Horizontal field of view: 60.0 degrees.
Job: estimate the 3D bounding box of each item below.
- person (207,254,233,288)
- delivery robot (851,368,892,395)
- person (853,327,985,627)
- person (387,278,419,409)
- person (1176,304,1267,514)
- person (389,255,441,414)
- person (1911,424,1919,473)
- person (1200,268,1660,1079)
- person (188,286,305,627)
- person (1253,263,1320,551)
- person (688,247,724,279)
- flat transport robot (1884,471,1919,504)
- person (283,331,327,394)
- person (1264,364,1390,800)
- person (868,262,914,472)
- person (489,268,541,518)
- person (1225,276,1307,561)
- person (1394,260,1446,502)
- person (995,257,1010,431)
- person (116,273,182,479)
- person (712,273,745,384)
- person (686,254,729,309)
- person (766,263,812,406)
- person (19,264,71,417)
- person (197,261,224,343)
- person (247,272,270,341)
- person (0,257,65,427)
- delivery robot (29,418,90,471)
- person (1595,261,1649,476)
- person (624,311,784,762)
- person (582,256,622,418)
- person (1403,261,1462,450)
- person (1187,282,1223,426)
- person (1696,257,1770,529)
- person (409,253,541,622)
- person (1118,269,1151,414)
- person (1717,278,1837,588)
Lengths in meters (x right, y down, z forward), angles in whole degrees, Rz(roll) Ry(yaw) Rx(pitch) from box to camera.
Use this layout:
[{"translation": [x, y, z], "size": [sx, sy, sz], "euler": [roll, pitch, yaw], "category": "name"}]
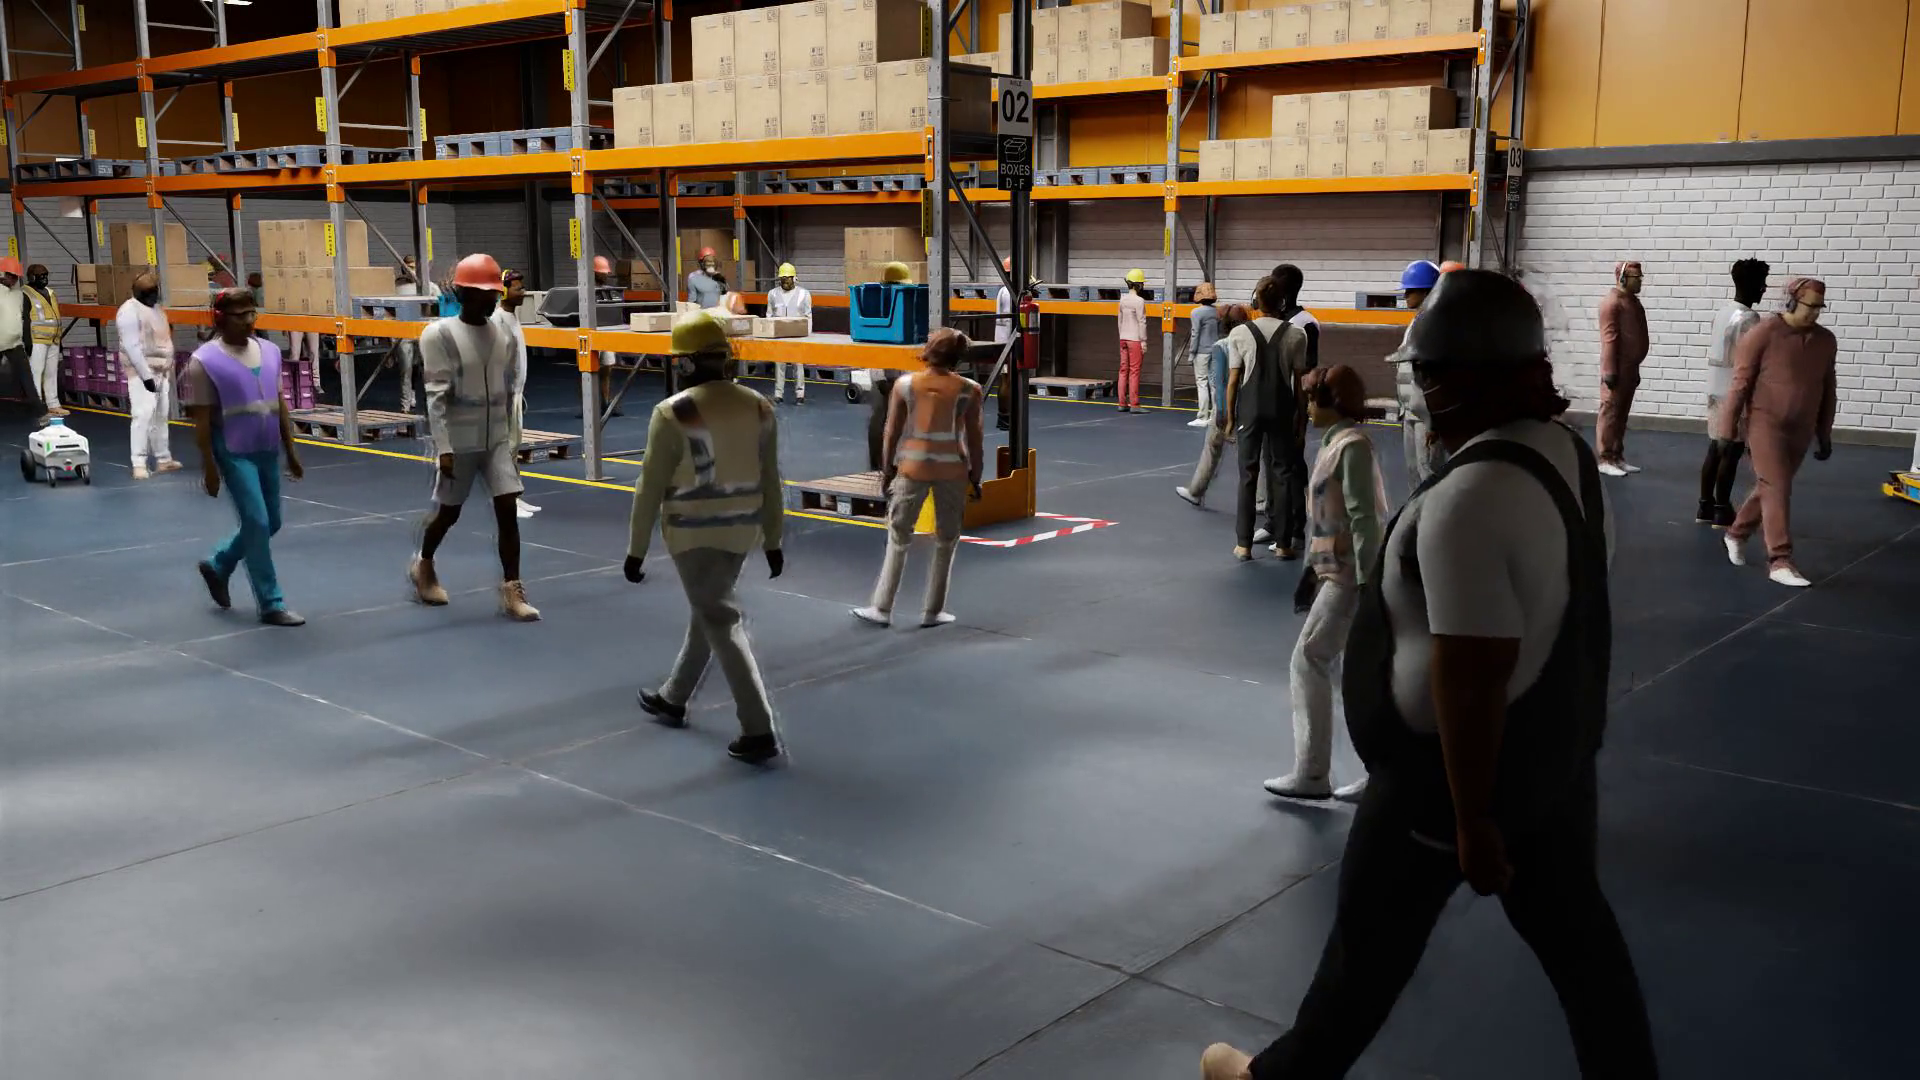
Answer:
[{"translation": [-11.372, -3.455, 25.743], "size": [0.599, 1.947, 1.016], "euler": [-8, 13, -39], "category": "person"}, {"translation": [-1.066, -2.089, 21.639], "size": [0.707, 0.478, 0.477], "euler": [7, 12, 35], "category": "delivery robot"}, {"translation": [-0.213, -0.330, 8.894], "size": [0.701, 1.606, 0.338], "euler": [1, 10, 5], "category": "person"}, {"translation": [-7.041, -2.516, 21.218], "size": [0.539, 1.650, 0.864], "euler": [-6, 12, -31], "category": "person"}, {"translation": [2.069, -1.011, 12.783], "size": [0.538, 1.588, 0.876], "euler": [-8, 13, -38], "category": "person"}, {"translation": [-6.421, -2.377, 19.606], "size": [0.627, 1.941, 0.374], "euler": [-2, 10, -12], "category": "person"}, {"translation": [8.636, -1.472, 14.653], "size": [0.309, 1.868, 0.535], "euler": [6, 12, 30], "category": "person"}, {"translation": [1.086, 0.394, 3.539], "size": [1.045, 2.000, 0.690], "euler": [9, 14, 43], "category": "person"}, {"translation": [-3.892, -0.457, 8.992], "size": [0.777, 1.823, 0.576], "euler": [4, 11, 20], "category": "person"}, {"translation": [2.176, -0.882, 11.186], "size": [0.405, 1.929, 0.605], "euler": [-4, 11, -23], "category": "person"}, {"translation": [-3.751, -3.347, 24.829], "size": [0.615, 2.041, 0.392], "euler": [-8, 13, -39], "category": "person"}, {"translation": [7.723, -0.350, 12.807], "size": [0.652, 0.197, 1.431], "euler": [2, 10, 10], "category": "flat transport robot"}, {"translation": [-9.066, -2.998, 22.982], "size": [0.612, 1.994, 0.395], "euler": [-6, 12, -32], "category": "person"}, {"translation": [1.370, 0.166, 6.093], "size": [0.575, 1.601, 0.581], "euler": [2, 10, 12], "category": "person"}, {"translation": [-0.525, -1.429, 14.337], "size": [0.592, 1.897, 0.795], "euler": [-9, 13, -41], "category": "person"}, {"translation": [-3.373, -1.101, 12.540], "size": [0.312, 1.869, 0.537], "euler": [0, 10, -2], "category": "person"}, {"translation": [1.982, -0.782, 10.790], "size": [0.517, 1.843, 0.325], "euler": [1, 10, 8], "category": "person"}, {"translation": [2.985, -0.822, 10.731], "size": [0.402, 1.943, 0.608], "euler": [0, 10, -2], "category": "person"}, {"translation": [0.576, -2.186, 18.516], "size": [0.373, 1.939, 0.545], "euler": [-1, 10, -3], "category": "person"}, {"translation": [-7.235, -1.478, 14.905], "size": [0.433, 1.813, 0.770], "euler": [0, 10, 2], "category": "person"}, {"translation": [-3.354, -2.956, 23.688], "size": [0.646, 1.663, 0.404], "euler": [1, 10, 4], "category": "person"}, {"translation": [-3.549, -3.071, 23.558], "size": [0.628, 1.939, 0.373], "euler": [-5, 11, -26], "category": "person"}, {"translation": [-2.199, -2.630, 21.351], "size": [0.600, 1.829, 0.404], "euler": [1, 10, 4], "category": "person"}, {"translation": [-11.001, -2.384, 19.952], "size": [0.429, 1.837, 0.629], "euler": [1, 10, 7], "category": "person"}, {"translation": [-10.673, -3.036, 23.658], "size": [0.404, 1.834, 0.591], "euler": [1, 10, 8], "category": "person"}, {"translation": [-11.769, -3.661, 27.801], "size": [0.458, 1.619, 0.520], "euler": [-7, 12, -33], "category": "person"}, {"translation": [-10.709, -2.207, 18.692], "size": [1.057, 1.920, 0.699], "euler": [2, 10, 11], "category": "person"}, {"translation": [-7.787, -0.812, 14.364], "size": [0.477, 0.478, 0.707], "euler": [-8, 13, -39], "category": "delivery robot"}, {"translation": [5.944, -1.535, 14.904], "size": [0.410, 1.909, 0.643], "euler": [8, 13, 40], "category": "person"}, {"translation": [-1.029, -0.028, 6.706], "size": [0.998, 1.779, 0.610], "euler": [8, 13, 39], "category": "person"}, {"translation": [-4.282, -2.401, 19.754], "size": [0.380, 1.934, 0.551], "euler": [7, 12, 33], "category": "person"}, {"translation": [4.901, -1.784, 16.343], "size": [0.900, 1.910, 0.542], "euler": [2, 10, 14], "category": "person"}, {"translation": [2.792, -2.108, 18.941], "size": [0.501, 1.632, 0.280], "euler": [-8, 13, -38], "category": "person"}, {"translation": [5.595, -1.051, 12.020], "size": [0.372, 1.958, 0.599], "euler": [1, 10, 5], "category": "person"}, {"translation": [-2.728, -0.570, 9.172], "size": [0.980, 2.007, 0.613], "euler": [9, 14, 43], "category": "person"}, {"translation": [2.133, -2.433, 20.416], "size": [0.312, 1.768, 0.522], "euler": [-5, 11, -28], "category": "person"}, {"translation": [5.028, -0.691, 10.276], "size": [0.671, 1.855, 0.947], "euler": [-2, 10, -13], "category": "person"}]
